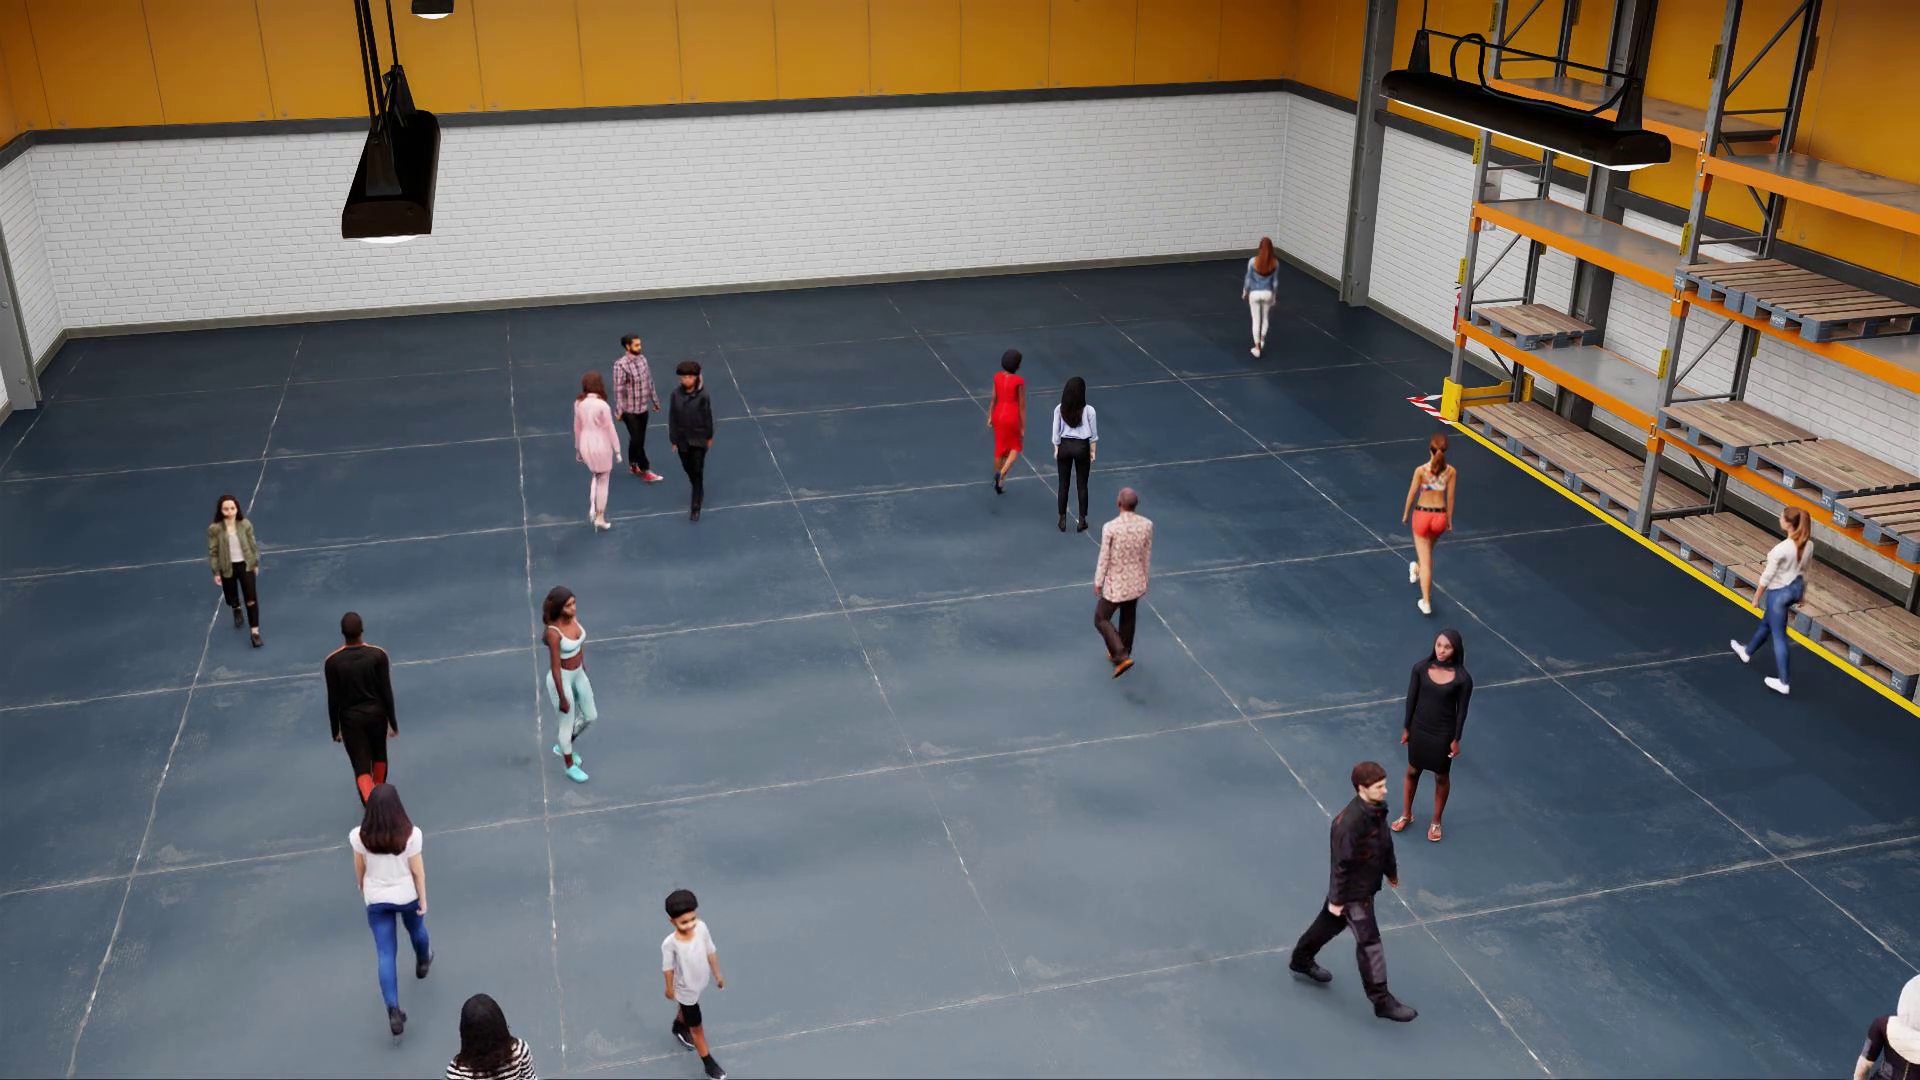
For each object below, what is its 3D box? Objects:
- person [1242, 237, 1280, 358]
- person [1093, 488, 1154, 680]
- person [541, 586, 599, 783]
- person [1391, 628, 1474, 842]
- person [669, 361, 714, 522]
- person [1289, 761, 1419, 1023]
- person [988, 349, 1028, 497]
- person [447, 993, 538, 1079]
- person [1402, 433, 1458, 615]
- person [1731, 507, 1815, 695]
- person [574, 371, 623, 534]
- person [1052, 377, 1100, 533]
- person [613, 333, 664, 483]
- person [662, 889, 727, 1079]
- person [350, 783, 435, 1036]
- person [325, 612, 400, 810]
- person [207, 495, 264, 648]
[{"bbox_3d":[4.330,-3.452,23.846,0.748,1.671,0.959,-2,24,-4],"label":"person"},{"bbox_3d":[1.478,0.416,14.842,0.793,1.794,0.917,-11,26,-23],"label":"person"},{"bbox_3d":[-3.199,1.136,13.293,0.784,1.716,0.719,9,25,20],"label":"person"},{"bbox_3d":[3.578,1.455,12.559,0.674,1.720,0.734,13,27,27],"label":"person"},{"bbox_3d":[-2.984,-1.156,18.497,0.855,1.748,1.190,1,24,3],"label":"person"},{"bbox_3d":[2.475,2.204,10.750,1.258,1.796,1.185,14,27,29],"label":"person"},{"bbox_3d":[0.516,-1.288,18.820,0.836,1.731,0.899,12,26,25],"label":"person"},{"bbox_3d":[-2.341,3.181,8.572,0.737,1.751,1.172,-10,26,-22],"label":"person"},{"bbox_3d":[4.569,-0.129,16.140,0.804,1.754,1.160,0,24,0],"label":"person"},{"bbox_3d":[7.315,0.556,14.652,0.731,1.691,1.064,-10,25,-21],"label":"person"},{"bbox_3d":[-3.957,-0.905,17.871,0.767,1.789,0.812,9,25,20],"label":"person"},{"bbox_3d":[1.228,-0.931,17.989,0.731,1.743,0.700,3,24,8],"label":"person"},{"bbox_3d":[-3.853,-1.566,19.435,1.048,1.749,0.992,12,26,26],"label":"person"},{"bbox_3d":[-1.706,2.692,10.345,0.736,1.227,0.931,-20,30,-37],"label":"person"},{"bbox_3d":[-3.617,2.366,10.572,0.653,1.643,1.112,-4,24,-9],"label":"person"},{"bbox_3d":[-4.507,1.415,12.582,0.769,1.774,1.186,-11,26,-23],"label":"person"},{"bbox_3d":[-6.806,0.260,15.622,0.676,1.457,0.960,-11,26,-23],"label":"person"}]
